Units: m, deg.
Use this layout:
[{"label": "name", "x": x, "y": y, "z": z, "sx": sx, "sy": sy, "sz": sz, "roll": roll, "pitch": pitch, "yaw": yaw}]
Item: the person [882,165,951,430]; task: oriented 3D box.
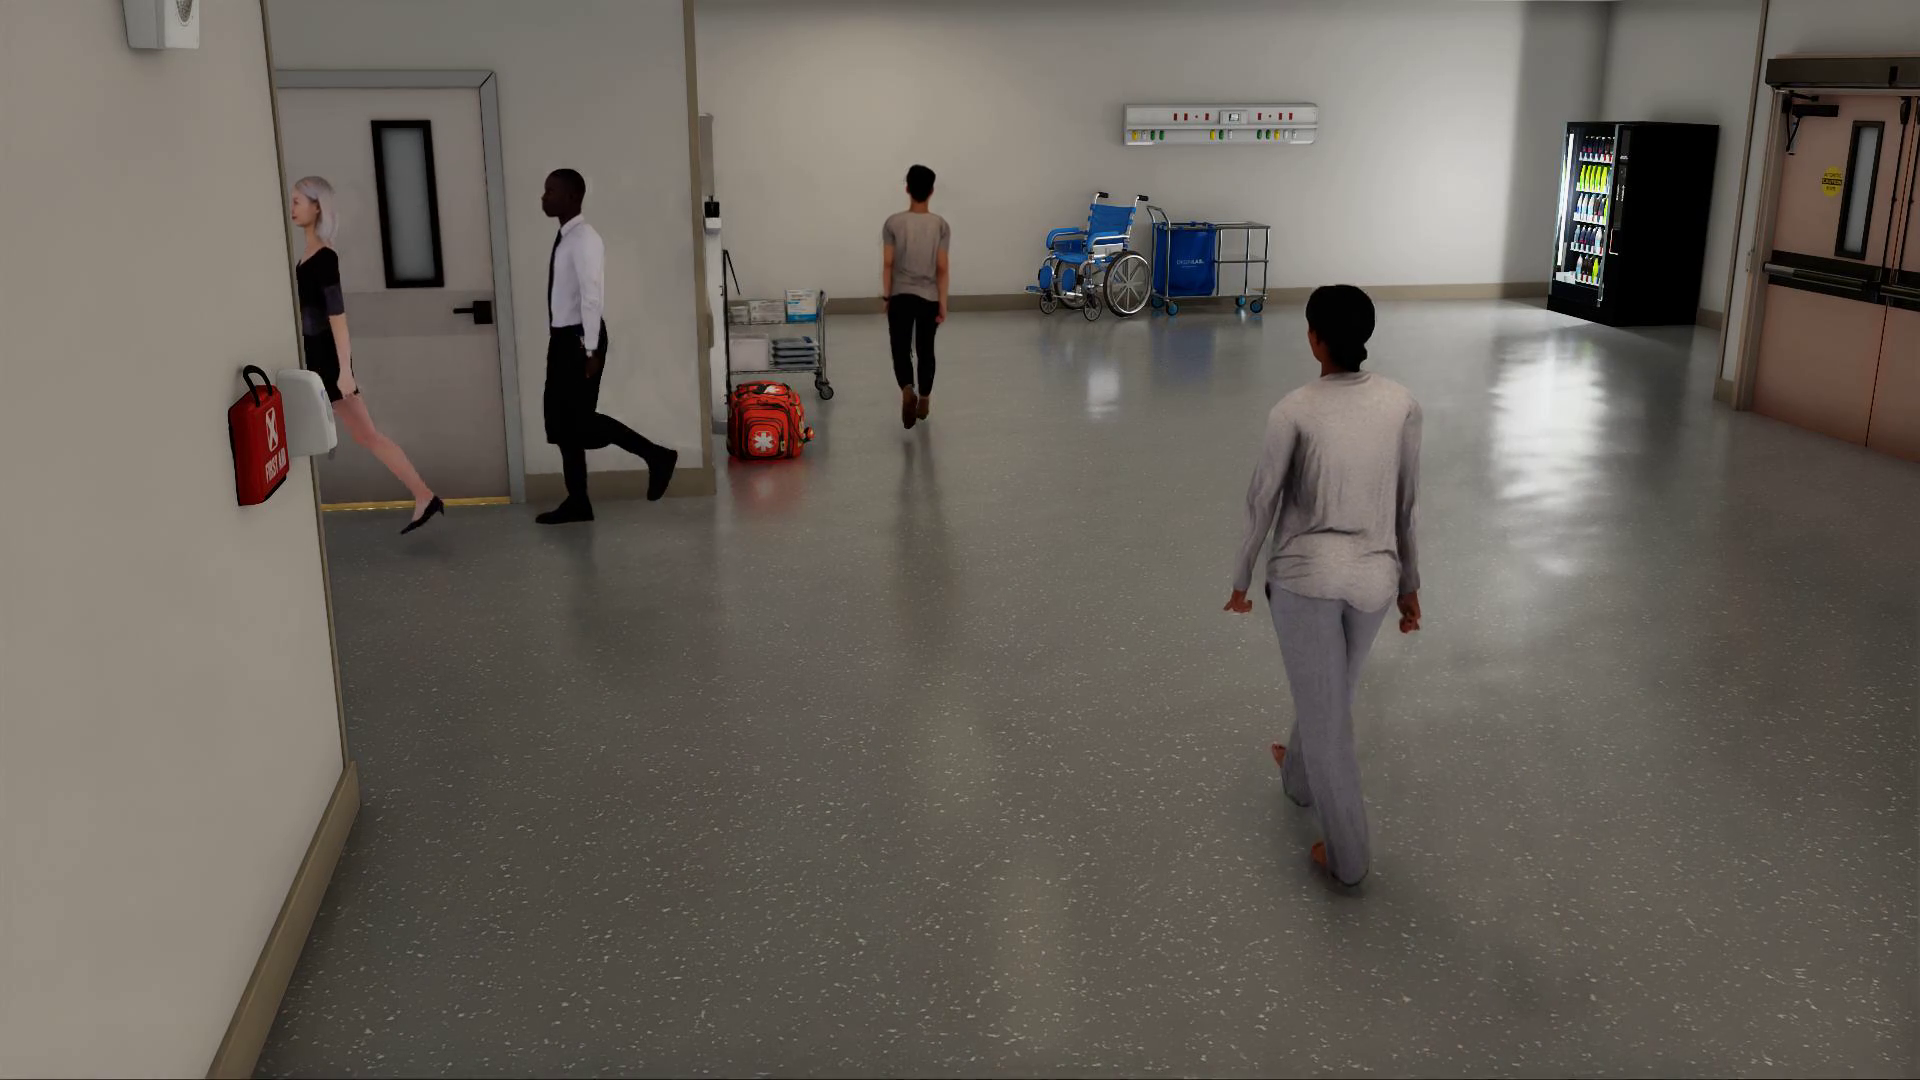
[{"label": "person", "x": -0.298, "y": -1.571, "z": 10.921, "sx": 0.633, "sy": 1.696, "sz": 1.049, "roll": -2, "pitch": 16, "yaw": -5}]

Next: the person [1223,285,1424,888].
[{"label": "person", "x": 1.114, "y": 0.163, "z": 4.763, "sx": 0.696, "sy": 1.700, "sz": 1.021, "roll": -4, "pitch": 16, "yaw": -12}]

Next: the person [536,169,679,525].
[{"label": "person", "x": -1.869, "y": -0.972, "z": 8.579, "sx": 0.859, "sy": 1.816, "sz": 0.988, "roll": -7, "pitch": 17, "yaw": -23}]

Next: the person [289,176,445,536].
[{"label": "person", "x": -2.969, "y": -0.815, "z": 8.076, "sx": 0.873, "sy": 1.785, "sz": 1.169, "roll": -8, "pitch": 17, "yaw": -25}]
